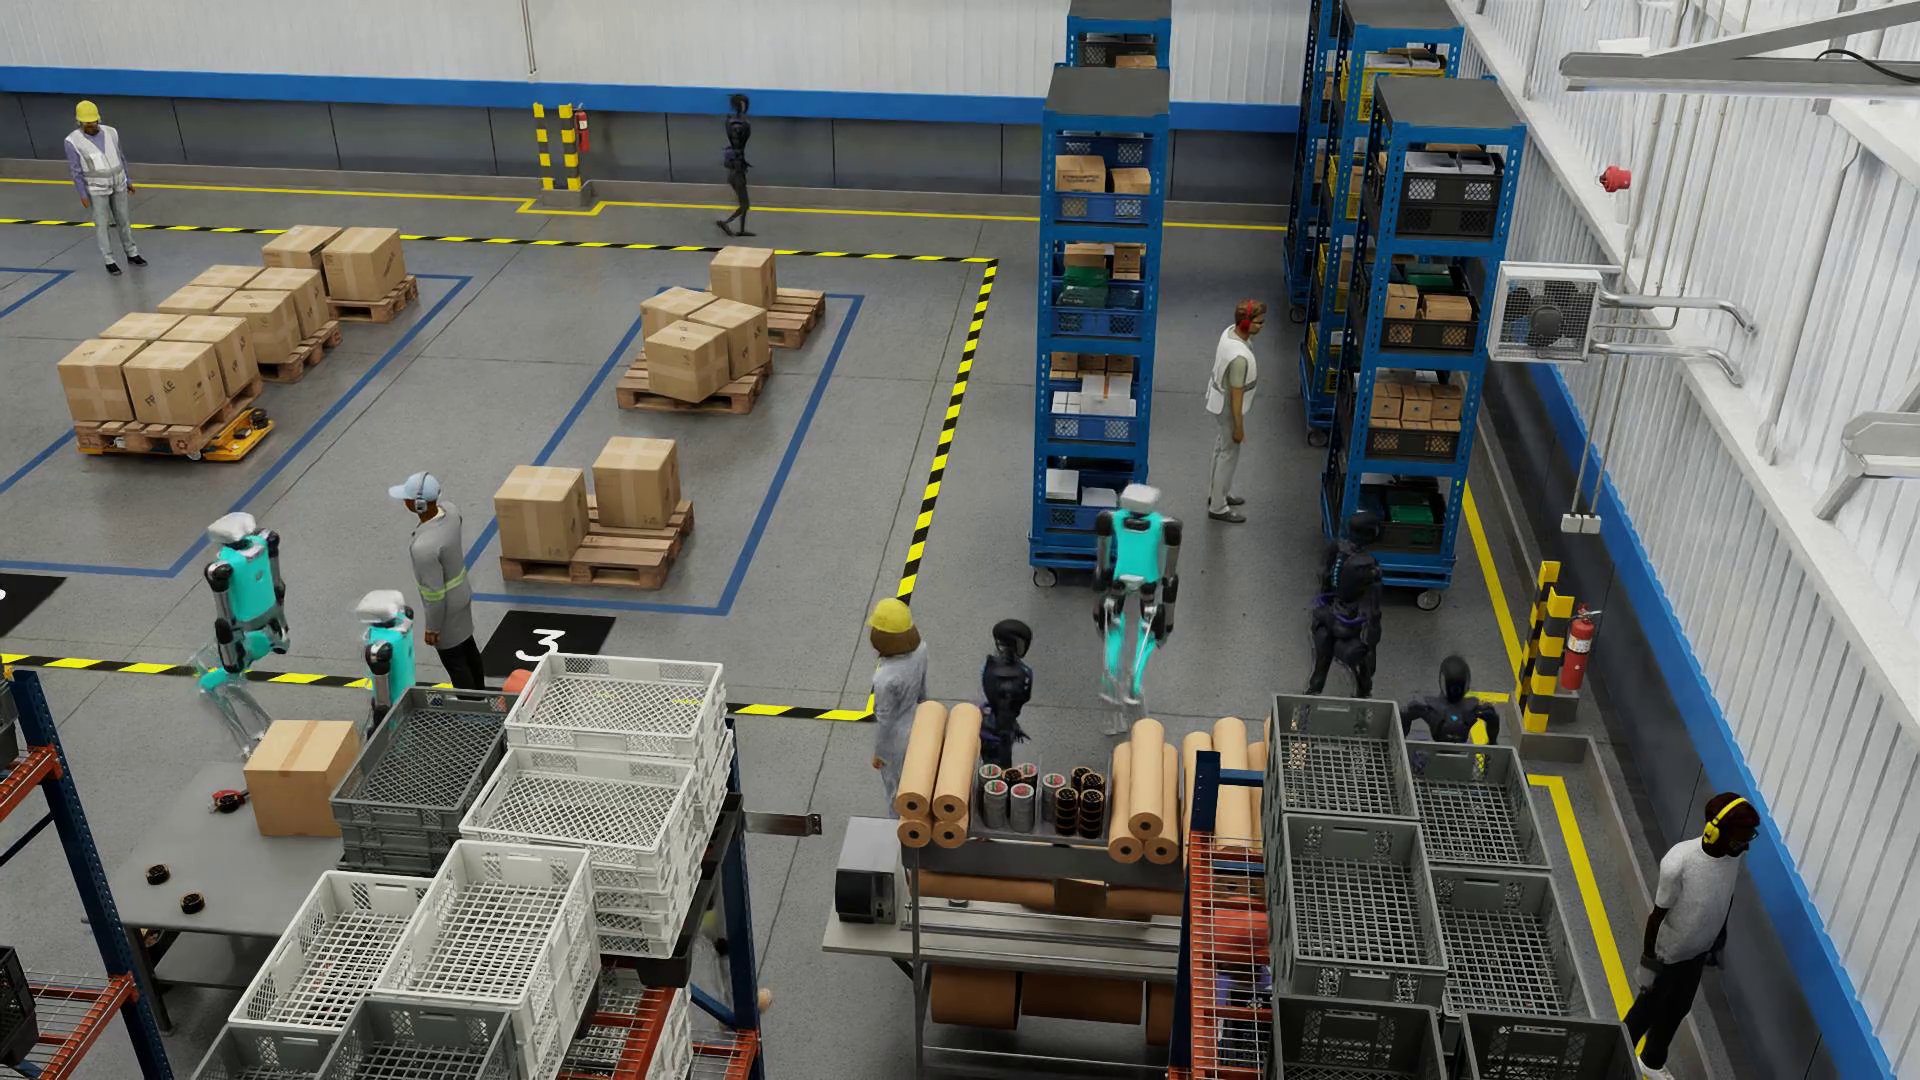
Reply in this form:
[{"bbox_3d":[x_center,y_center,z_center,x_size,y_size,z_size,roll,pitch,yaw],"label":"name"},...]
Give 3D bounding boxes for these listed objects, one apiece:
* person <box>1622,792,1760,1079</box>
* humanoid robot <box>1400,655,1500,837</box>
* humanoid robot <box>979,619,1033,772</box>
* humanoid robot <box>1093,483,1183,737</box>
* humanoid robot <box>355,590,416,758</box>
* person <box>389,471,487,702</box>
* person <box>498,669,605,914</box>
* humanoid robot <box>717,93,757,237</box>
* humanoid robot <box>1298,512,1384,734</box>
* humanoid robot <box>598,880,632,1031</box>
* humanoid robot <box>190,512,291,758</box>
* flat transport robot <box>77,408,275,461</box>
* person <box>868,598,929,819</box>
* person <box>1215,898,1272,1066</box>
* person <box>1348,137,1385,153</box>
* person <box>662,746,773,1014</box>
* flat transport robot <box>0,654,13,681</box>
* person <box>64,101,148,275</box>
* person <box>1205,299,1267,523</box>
[{"bbox_3d":[3.388,1.930,7.784,0.512,1.858,0.333,-12,32,-20],"label":"person"},{"bbox_3d":[2.624,1.355,8.977,0.601,1.633,0.754,3,30,4],"label":"humanoid robot"},{"bbox_3d":[0.218,1.146,9.324,0.477,1.646,0.589,3,30,4],"label":"humanoid robot"},{"bbox_3d":[1.016,0.545,10.180,0.541,1.689,0.754,9,31,15],"label":"humanoid robot"},{"bbox_3d":[-3.288,1.077,9.346,0.860,1.752,0.567,-1,30,-1],"label":"humanoid robot"},{"bbox_3d":[-3.243,0.395,10.422,0.365,1.852,0.589,0,30,0],"label":"person"},{"bbox_3d":[-2.088,1.486,8.463,0.371,1.934,0.550,15,33,24],"label":"person"},{"bbox_3d":[-2.495,-4.133,18.376,0.439,1.644,0.616,-1,30,-2],"label":"humanoid robot"},{"bbox_3d":[2.435,0.531,10.380,0.675,1.635,0.589,-14,33,-23],"label":"humanoid robot"},{"bbox_3d":[-1.783,1.972,7.894,0.591,1.659,0.333,5,31,8],"label":"humanoid robot"},{"bbox_3d":[-4.433,0.563,10.112,0.735,1.677,0.533,11,32,18],"label":"humanoid robot"},{"bbox_3d":[-6.728,-0.944,14.268,1.431,0.197,0.652,3,30,6],"label":"flat transport robot"},{"bbox_3d":[-0.351,1.083,9.348,0.321,1.740,0.491,14,33,23],"label":"person"},{"bbox_3d":[1.115,2.298,6.966,0.390,2.040,0.613,-12,32,-20],"label":"person"},{"bbox_3d":[4.330,-3.975,17.920,0.512,1.864,0.321,11,32,18],"label":"person"},{"bbox_3d":[-1.309,1.766,8.146,0.631,1.785,0.683,22,37,32],"label":"person"},{"bbox_3d":[-7.142,0.969,11.010,1.431,0.231,0.659,3,30,6],"label":"flat transport robot"},{"bbox_3d":[-8.990,-3.720,17.510,0.403,1.827,0.598,19,35,30],"label":"person"},{"bbox_3d":[2.089,-1.000,12.839,0.389,1.833,0.566,2,30,3],"label":"person"}]
